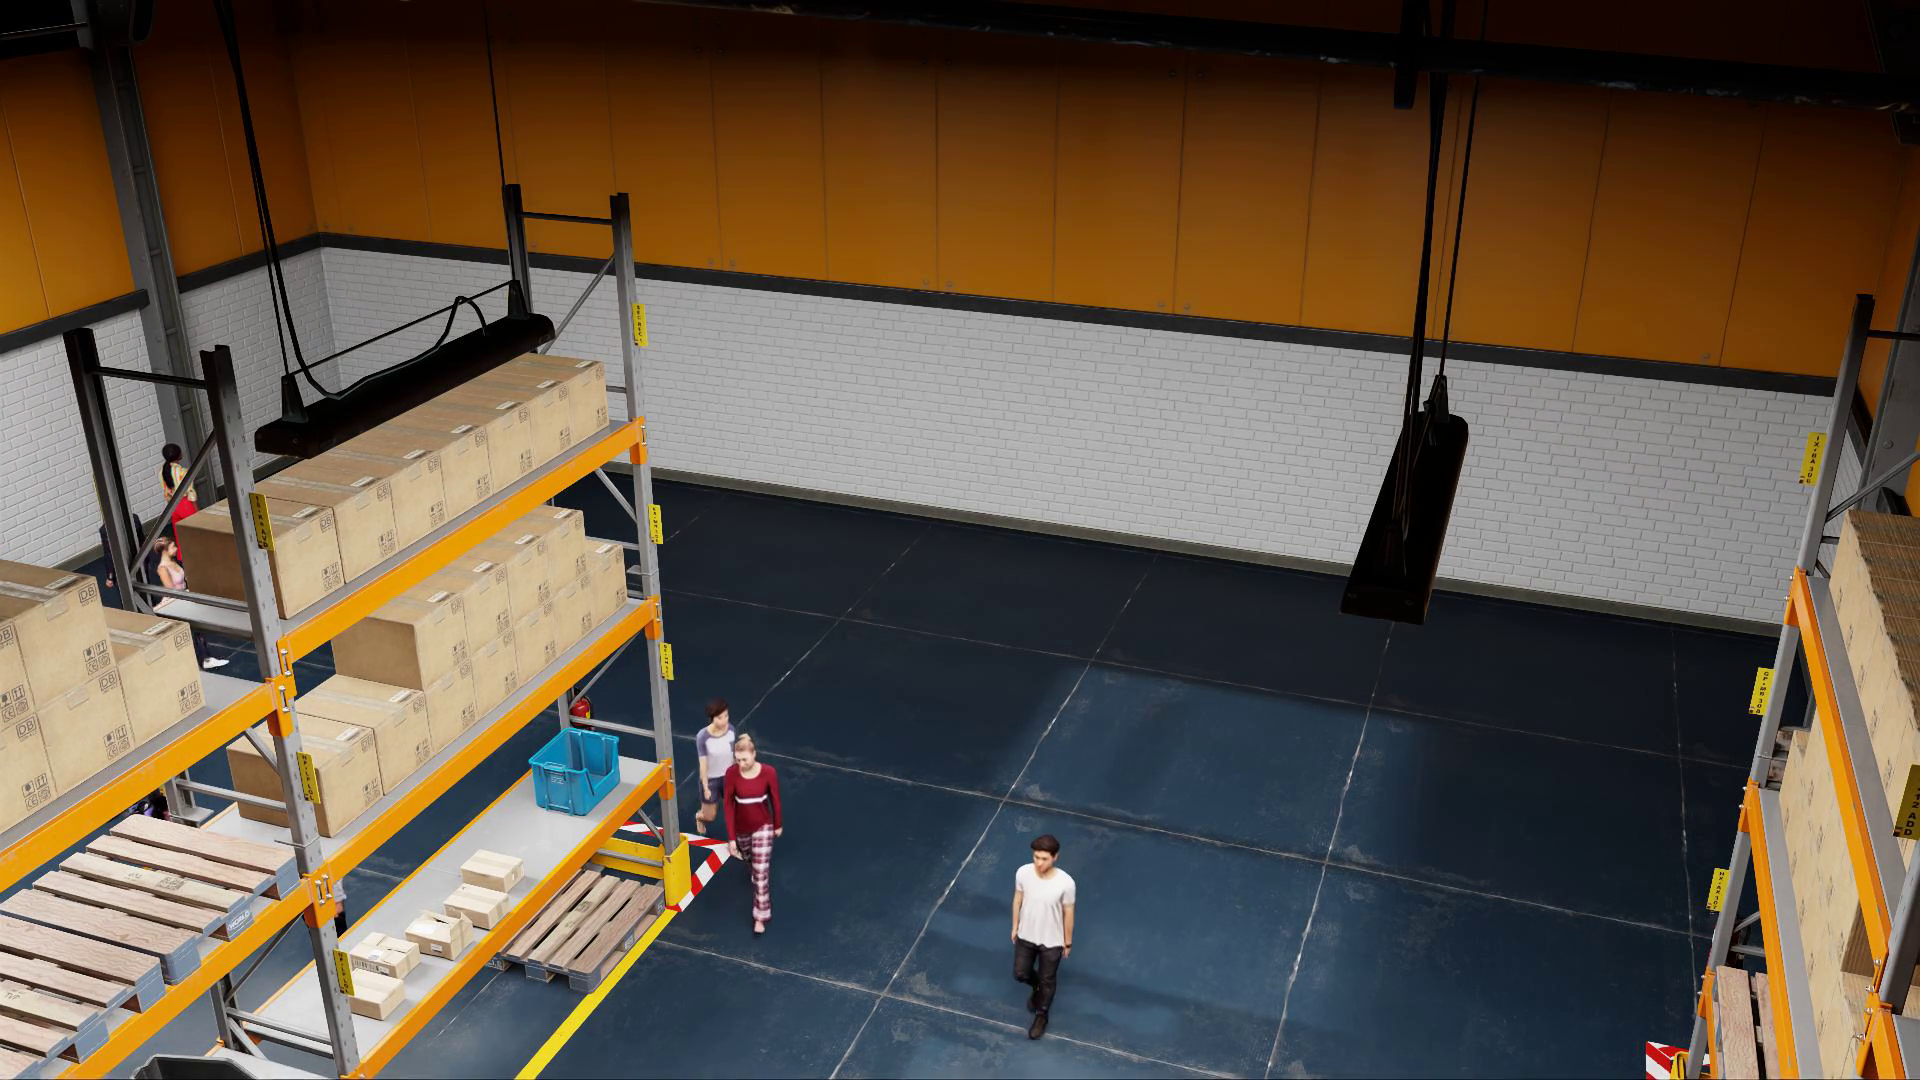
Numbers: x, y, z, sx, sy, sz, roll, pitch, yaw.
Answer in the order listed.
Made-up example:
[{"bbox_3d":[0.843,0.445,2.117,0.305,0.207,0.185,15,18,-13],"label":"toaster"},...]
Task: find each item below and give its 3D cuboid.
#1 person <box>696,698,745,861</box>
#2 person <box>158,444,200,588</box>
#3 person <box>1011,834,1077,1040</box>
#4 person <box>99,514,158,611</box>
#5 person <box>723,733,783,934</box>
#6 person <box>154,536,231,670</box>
[{"bbox_3d":[-2.161,2.063,14.596,0.865,1.547,0.868,-16,29,-33],"label":"person"},{"bbox_3d":[-9.184,-0.296,19.685,0.617,1.792,0.538,6,24,14],"label":"person"},{"bbox_3d":[0.637,2.901,12.466,0.645,1.717,0.693,10,25,21],"label":"person"},{"bbox_3d":[-9.165,0.292,18.313,0.787,1.815,0.592,13,27,28],"label":"person"},{"bbox_3d":[-1.737,2.341,13.821,0.932,1.658,1.210,-2,24,-6],"label":"person"},{"bbox_3d":[-8.373,0.720,17.557,0.809,1.635,0.825,-2,24,-5],"label":"person"}]
